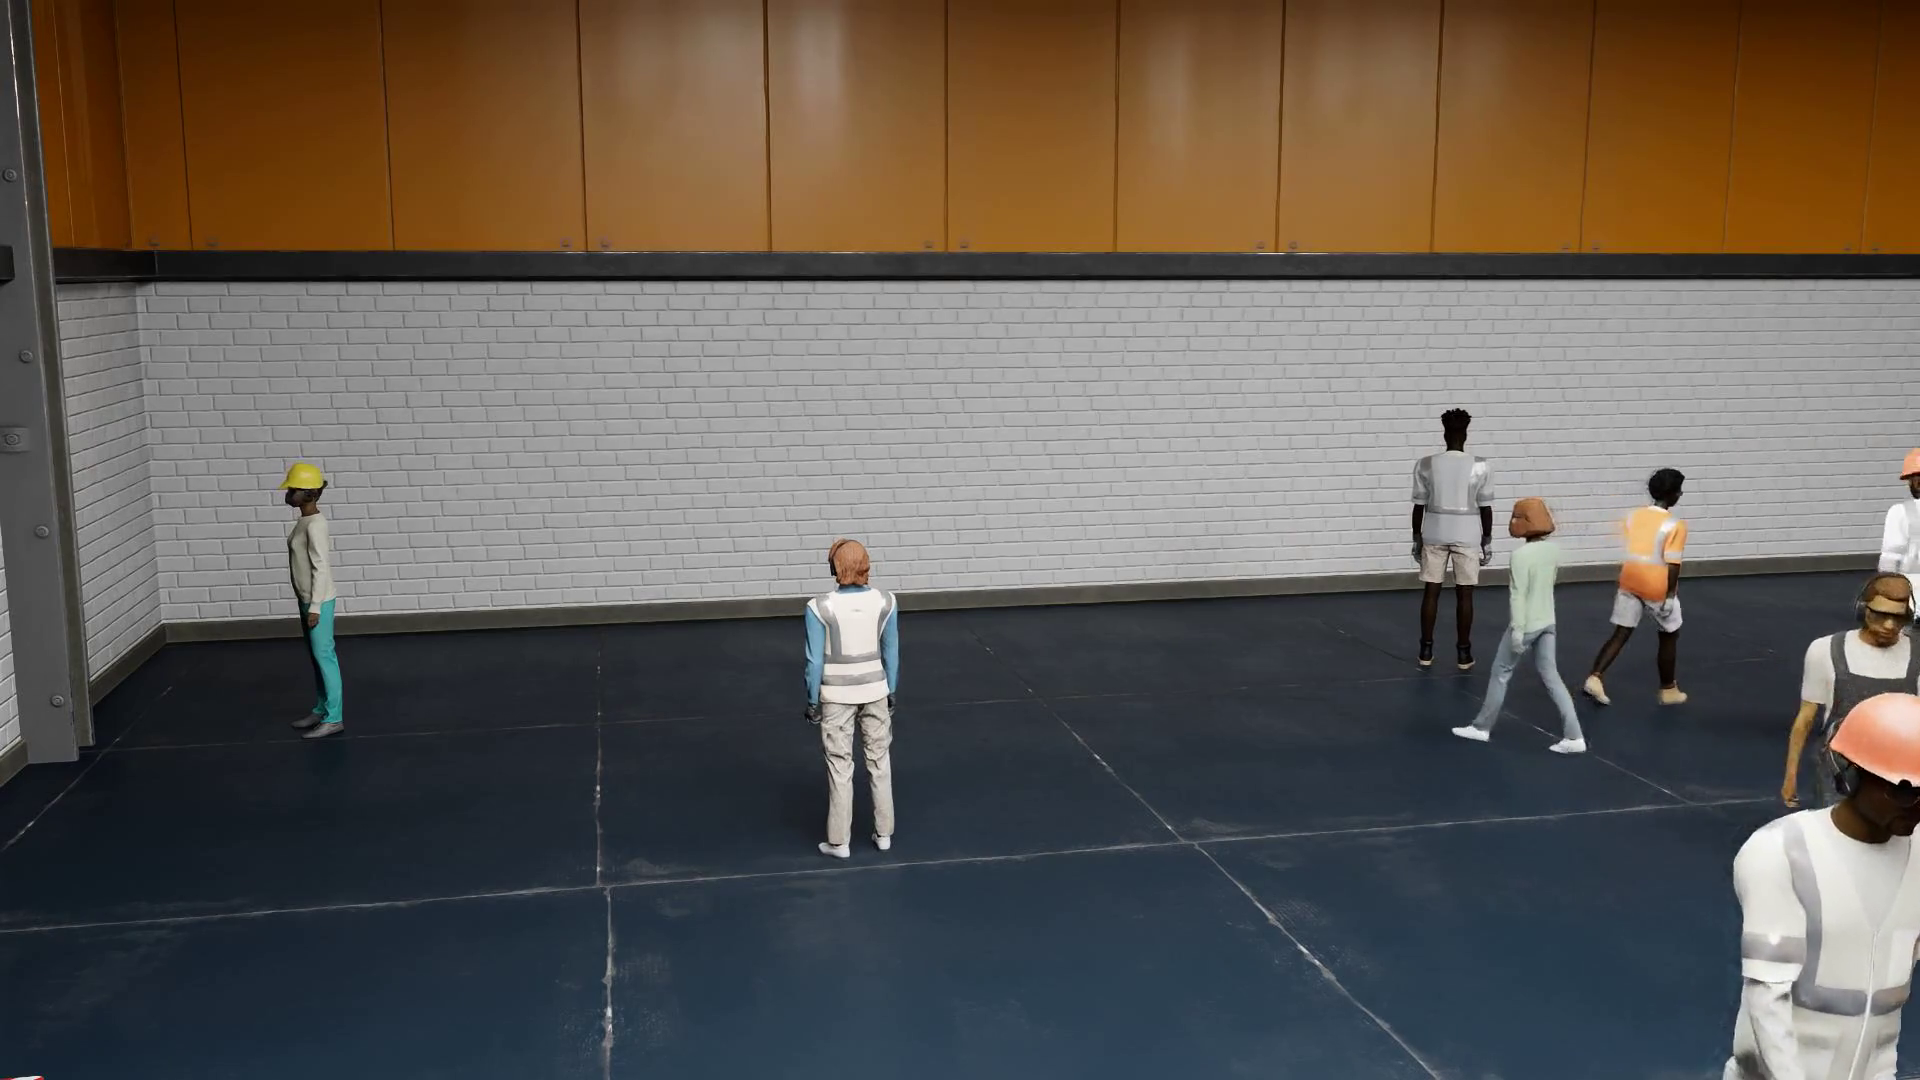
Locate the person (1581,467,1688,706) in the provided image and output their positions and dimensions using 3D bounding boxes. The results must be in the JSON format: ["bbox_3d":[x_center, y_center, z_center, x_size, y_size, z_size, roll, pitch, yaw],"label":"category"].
[{"bbox_3d":[4.631,0.335,11.307,0.804,1.660,0.527,-5,10,-26],"label":"person"}]

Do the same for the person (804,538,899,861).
[{"bbox_3d":[-0.548,0.810,8.460,0.515,1.640,0.315,-4,10,-25],"label":"person"}]

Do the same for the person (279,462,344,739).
[{"bbox_3d":[-4.161,0.383,10.672,0.301,1.772,0.524,-5,11,-30],"label":"person"}]

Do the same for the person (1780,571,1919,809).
[{"bbox_3d":[3.742,0.985,6.945,0.527,1.807,0.819,3,10,19],"label":"person"}]

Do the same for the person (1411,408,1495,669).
[{"bbox_3d":[3.703,-0.015,12.531,0.605,1.958,0.367,4,10,24],"label":"person"}]

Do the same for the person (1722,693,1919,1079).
[{"bbox_3d":[2.224,1.338,4.231,0.615,1.969,1.108,-1,9,-7],"label":"person"}]

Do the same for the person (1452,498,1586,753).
[{"bbox_3d":[3.542,0.525,10.349,0.513,1.590,0.833,-7,12,-37],"label":"person"}]

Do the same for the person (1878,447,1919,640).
[{"bbox_3d":[5.887,0.399,10.158,0.588,1.903,0.646,-1,9,-4],"label":"person"}]
